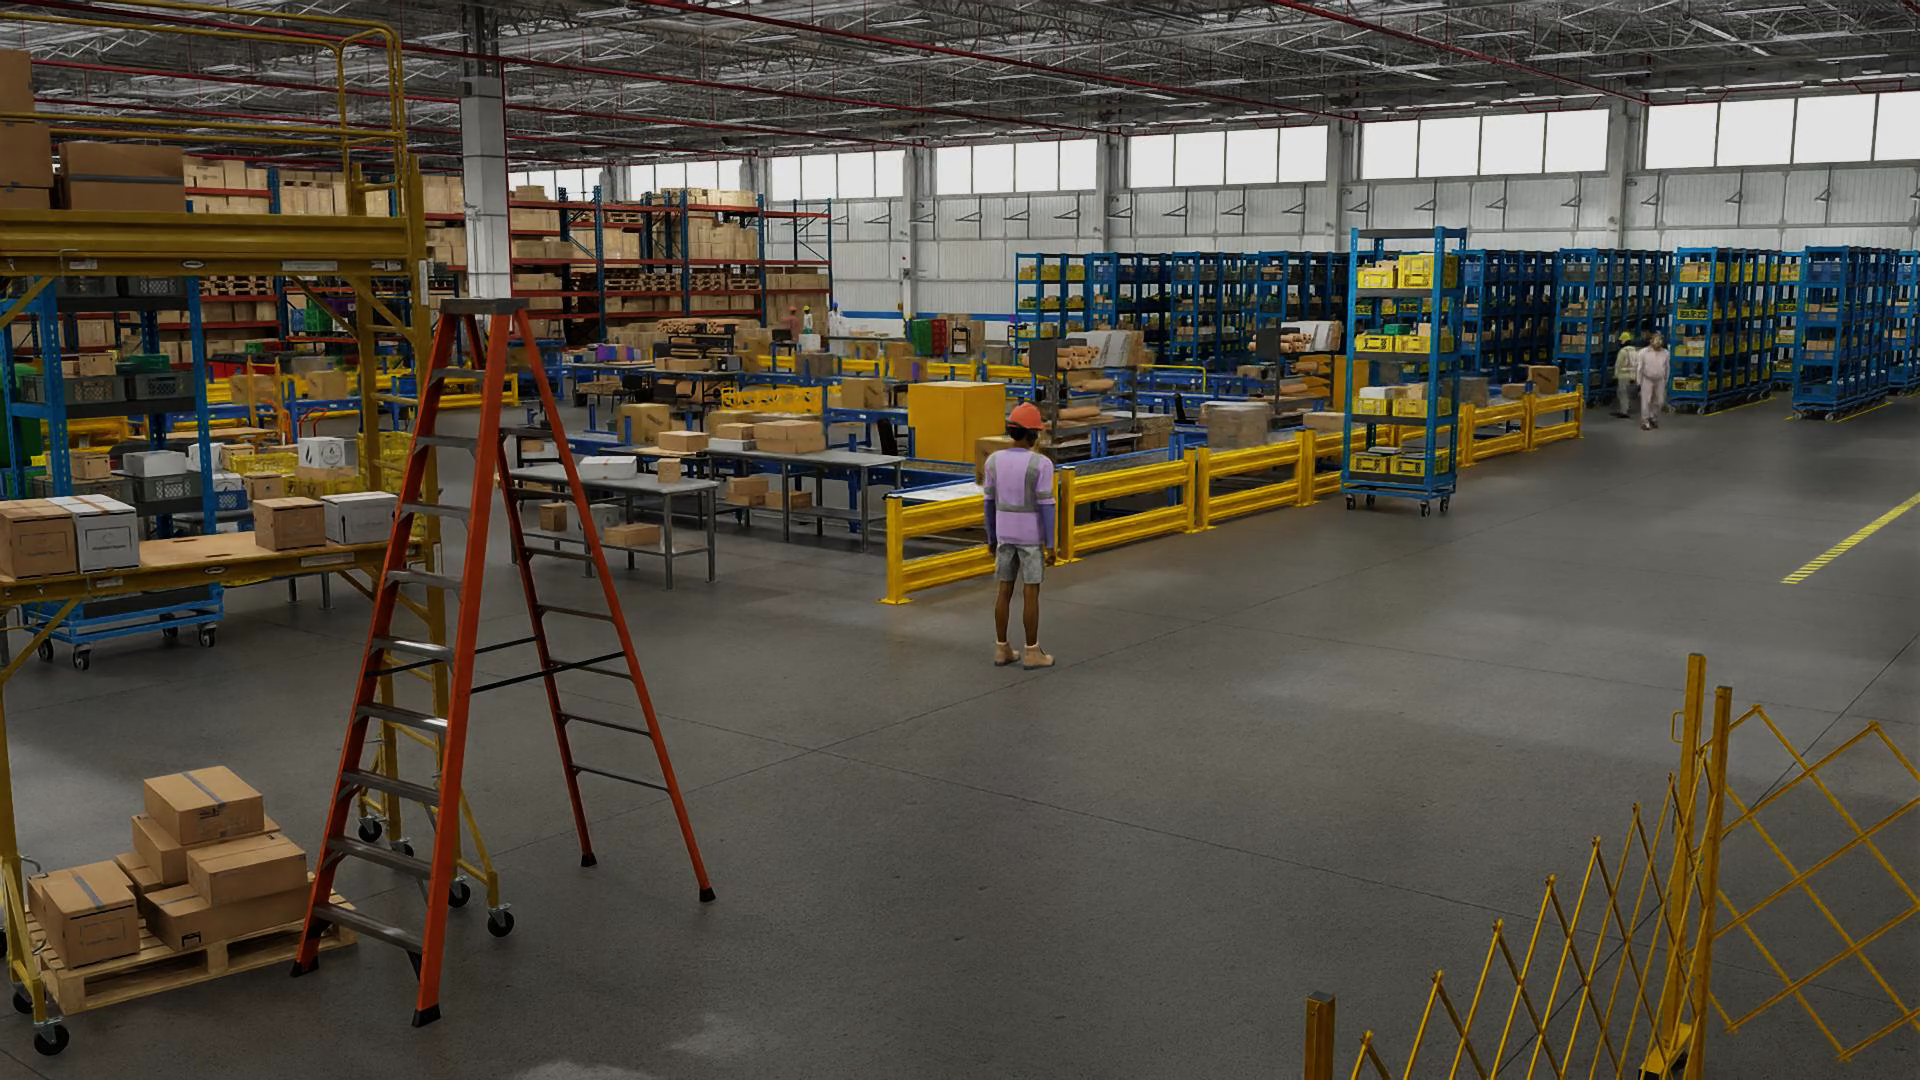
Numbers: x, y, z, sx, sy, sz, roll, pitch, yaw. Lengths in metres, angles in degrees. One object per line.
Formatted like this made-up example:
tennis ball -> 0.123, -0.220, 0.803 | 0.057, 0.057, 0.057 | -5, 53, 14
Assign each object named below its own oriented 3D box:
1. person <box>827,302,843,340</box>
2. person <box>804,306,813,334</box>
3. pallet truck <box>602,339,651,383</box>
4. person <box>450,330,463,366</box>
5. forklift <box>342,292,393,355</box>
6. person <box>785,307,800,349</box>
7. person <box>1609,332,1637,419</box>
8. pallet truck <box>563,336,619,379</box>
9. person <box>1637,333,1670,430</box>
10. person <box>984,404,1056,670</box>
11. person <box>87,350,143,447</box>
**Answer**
person -> -4.759, -8.112, 63.566 | 0.614, 1.943, 0.397 | -3, 9, -15
person -> -6.024, -8.371, 65.759 | 0.330, 1.764, 0.528 | -7, 11, -37
pallet truck -> -8.991, -4.871, 45.351 | 0.653, 1.274, 1.630 | 7, 11, 37
person -> -14.631, -5.638, 48.222 | 0.463, 1.924, 0.624 | -6, 11, -35
forklift -> -16.485, -5.622, 45.120 | 1.129, 2.768, 1.873 | 7, 11, 37
person -> -5.662, -6.882, 55.959 | 0.606, 1.942, 1.013 | 4, 10, 21
person -> 13.828, -3.444, 34.870 | 0.678, 1.810, 0.597 | 9, 13, 44
pallet truck -> -10.690, -5.294, 48.215 | 1.601, 1.201, 0.680 | -5, 10, -26
person -> 13.436, -3.060, 32.229 | 0.651, 1.892, 0.436 | 0, 9, 3
person -> 0.484, -0.026, 12.801 | 0.614, 2.041, 0.393 | 6, 11, 34
person -> -14.603, -2.424, 28.792 | 0.945, 1.715, 0.538 | -8, 12, -42
